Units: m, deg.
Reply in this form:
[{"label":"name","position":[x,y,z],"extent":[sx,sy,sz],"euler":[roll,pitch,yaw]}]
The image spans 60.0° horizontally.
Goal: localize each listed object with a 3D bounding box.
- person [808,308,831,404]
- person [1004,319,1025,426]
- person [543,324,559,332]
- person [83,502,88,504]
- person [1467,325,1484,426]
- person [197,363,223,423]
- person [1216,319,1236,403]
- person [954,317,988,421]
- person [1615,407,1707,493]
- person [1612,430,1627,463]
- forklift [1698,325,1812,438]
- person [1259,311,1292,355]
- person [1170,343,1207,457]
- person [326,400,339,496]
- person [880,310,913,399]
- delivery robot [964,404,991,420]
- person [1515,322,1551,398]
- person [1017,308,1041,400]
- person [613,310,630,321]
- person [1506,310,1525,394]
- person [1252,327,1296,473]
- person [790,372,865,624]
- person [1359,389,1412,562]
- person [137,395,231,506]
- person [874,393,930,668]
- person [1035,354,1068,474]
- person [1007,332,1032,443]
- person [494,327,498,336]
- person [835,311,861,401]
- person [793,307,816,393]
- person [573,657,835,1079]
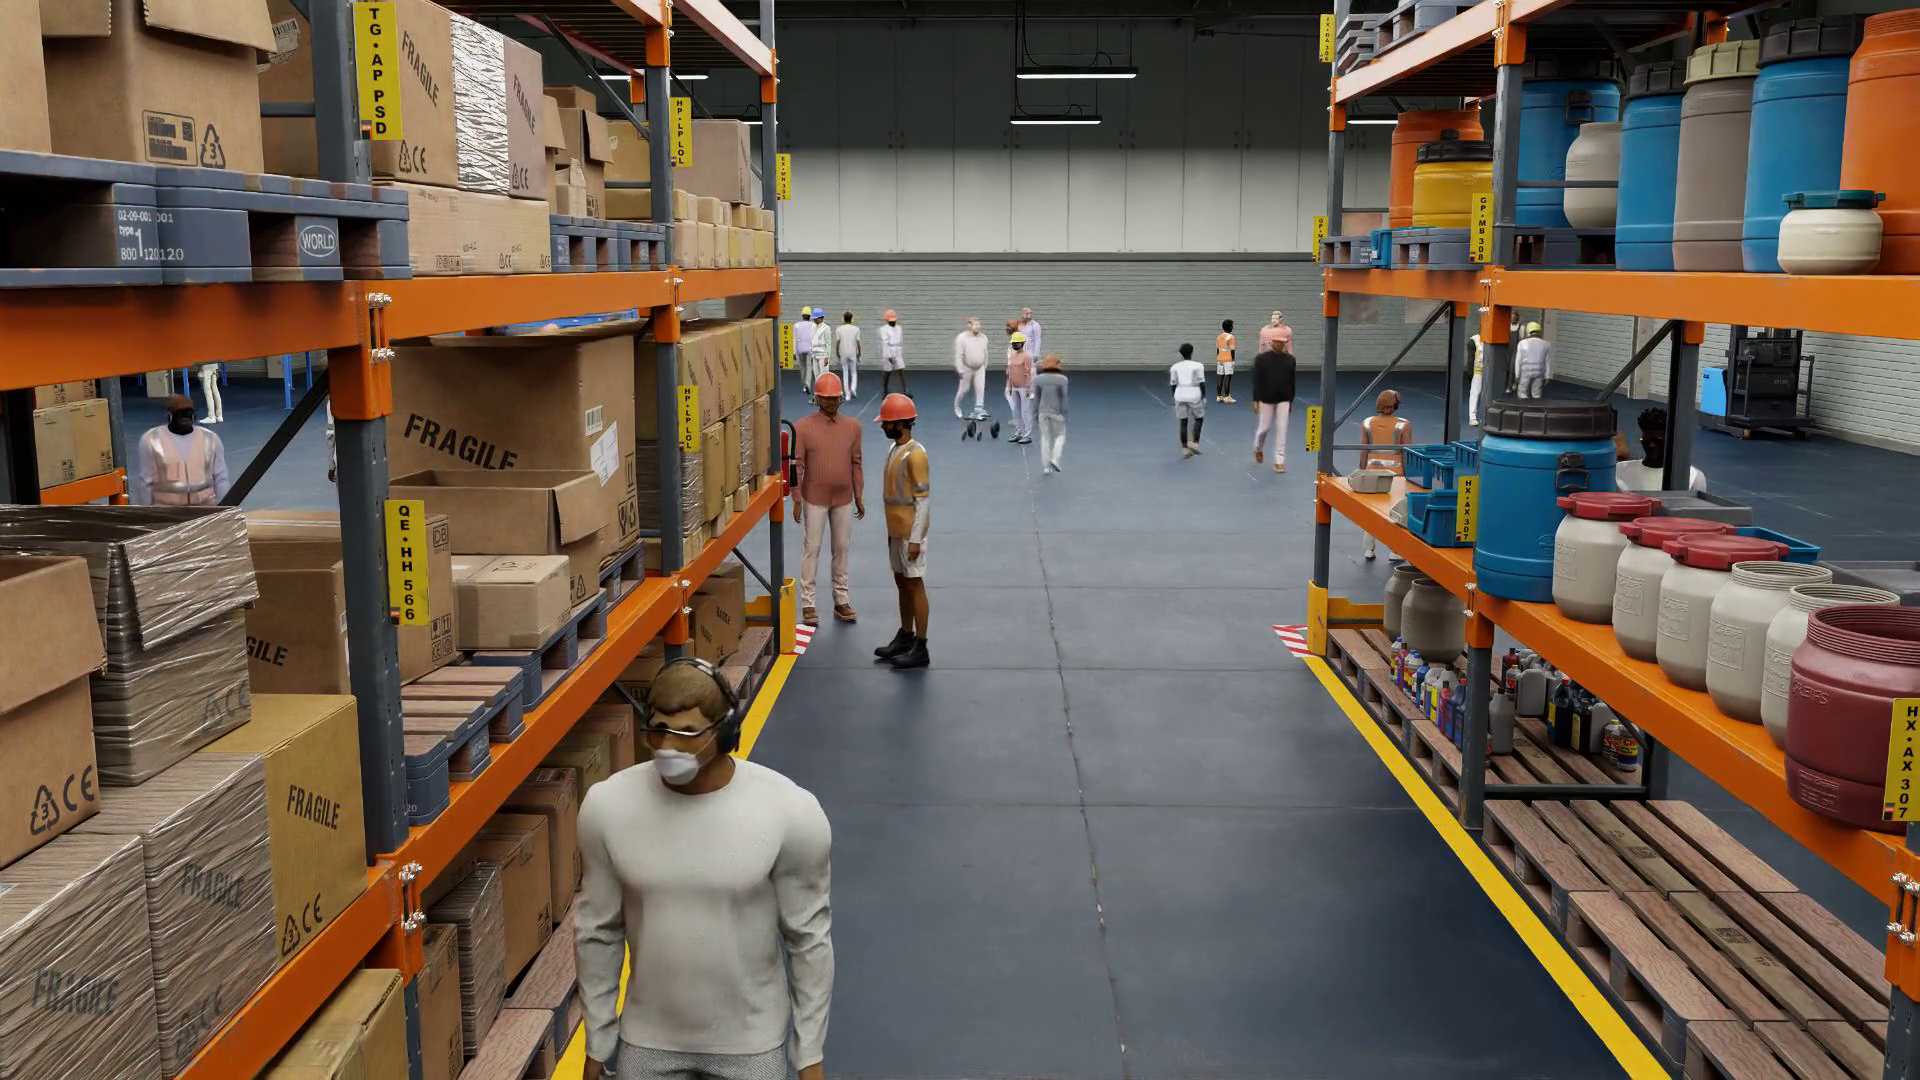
[{"label":"person","position":[-2.819,-3.695,33.483],"extent":[0.399,1.939,0.602],"euler":[-7,12,-37]},{"label":"person","position":[0.964,-2.935,29.149],"extent":[0.525,1.865,0.593],"euler":[0,9,0]},{"label":"person","position":[-5.821,-2.059,23.551],"extent":[0.627,1.996,1.059],"euler":[6,11,31]},{"label":"person","position":[-7.901,-0.481,14.397],"extent":[0.589,1.895,0.888],"euler":[-7,12,-38]},{"label":"person","position":[9.213,-2.934,29.217],"extent":[0.637,1.842,0.429],"euler":[-3,10,-16]},{"label":"person","position":[-13.440,-3.025,29.716],"extent":[0.312,1.865,0.515],"euler":[1,10,7]},{"label":"person","position":[5.435,-3.645,33.905],"extent":[0.316,1.695,0.542],"euler":[-5,11,-27]},{"label":"person","position":[0.180,-3.127,30.292],"extent":[0.645,1.880,0.802],"euler":[-4,10,-24]},{"label":"person","position":[4.300,0.147,10.387],"extent":[0.614,1.963,0.362],"euler":[4,10,24]},{"label":"person","position":[4.815,-0.042,12.545],"extent":[0.523,1.608,0.669],"euler":[-2,10,-10]},{"label":"forklift","position":[13.248,-3.165,27.620],"extent":[1.129,2.768,1.873],"euler":[0,9,1]},{"label":"person","position":[6.157,-3.512,32.502],"extent":[0.637,1.904,0.403],"euler":[2,10,11]},{"label":"person","position":[3.366,-2.055,24.446],"extent":[0.600,1.662,0.425],"euler":[5,11,30]},{"label":"person","position":[-5.731,-0.726,15.708],"extent":[0.552,1.933,0.373],"euler":[2,10,10]},{"label":"person","position":[-1.349,-3.827,34.487],"extent":[0.576,1.862,0.965],"euler":[-7,12,-35]},{"label":"delivery robot","position":[0.299,-2.091,27.065],"extent":[0.335,0.223,0.698],"euler":[4,10,22]},{"label":"person","position":[10.047,-2.919,29.216],"extent":[0.628,1.808,0.463],"euler":[0,9,3]},{"label":"person","position":[1.389,-3.903,34.828],"extent":[0.403,1.906,0.651],"euler":[-8,13,-41]},{"label":"person","position":[-6.310,-3.305,30.967],"extent":[0.663,2.000,0.785],"euler":[0,9,2]},{"label":"person","position":[12.109,-4.120,36.410],"extent":[0.505,1.825,0.726],"euler":[6,11,34]},{"label":"person","position":[4.316,-1.948,22.908],"extent":[0.626,1.978,0.746],"euler":[-1,10,-6]},{"label":"person","position":[-1.040,-0.336,13.193],"extent":[0.623,1.992,0.397],"euler":[-5,10,-25]},{"label":"person","position":[4.073,-0.618,15.939],"extent":[0.515,1.641,0.314],"euler":[7,12,37]},{"label":"person","position":[-6.017,-0.215,12.984],"extent":[0.651,1.817,0.723],"euler":[-7,12,-34]},{"label":"person","position":[-0.406,-0.072,11.796],"extent":[0.376,1.934,0.547],"euler":[-4,10,-21]},{"label":"person","position":[1.236,-1.700,22.474],"extent":[0.499,1.622,0.356],"euler":[4,10,21]},{"label":"person","position":[0.940,-2.421,26.399],"extent":[0.336,1.757,0.517],"euler":[-7,12,-37]},{"label":"person","position":[-7.061,-2.334,25.495],"extent":[0.903,1.885,0.598],"euler":[-5,11,-30]},{"label":"person","position":[-2.326,-3.816,34.462],"extent":[0.527,1.853,0.399],"euler":[-1,10,-5]},{"label":"person","position":[-3.367,-4.163,36.445],"extent":[0.598,1.897,0.887],"euler":[0,9,1]},{"label":"person","position":[-0.624,1.219,4.051],"extent":[0.635,1.936,0.353],"euler":[1,10,7]}]
